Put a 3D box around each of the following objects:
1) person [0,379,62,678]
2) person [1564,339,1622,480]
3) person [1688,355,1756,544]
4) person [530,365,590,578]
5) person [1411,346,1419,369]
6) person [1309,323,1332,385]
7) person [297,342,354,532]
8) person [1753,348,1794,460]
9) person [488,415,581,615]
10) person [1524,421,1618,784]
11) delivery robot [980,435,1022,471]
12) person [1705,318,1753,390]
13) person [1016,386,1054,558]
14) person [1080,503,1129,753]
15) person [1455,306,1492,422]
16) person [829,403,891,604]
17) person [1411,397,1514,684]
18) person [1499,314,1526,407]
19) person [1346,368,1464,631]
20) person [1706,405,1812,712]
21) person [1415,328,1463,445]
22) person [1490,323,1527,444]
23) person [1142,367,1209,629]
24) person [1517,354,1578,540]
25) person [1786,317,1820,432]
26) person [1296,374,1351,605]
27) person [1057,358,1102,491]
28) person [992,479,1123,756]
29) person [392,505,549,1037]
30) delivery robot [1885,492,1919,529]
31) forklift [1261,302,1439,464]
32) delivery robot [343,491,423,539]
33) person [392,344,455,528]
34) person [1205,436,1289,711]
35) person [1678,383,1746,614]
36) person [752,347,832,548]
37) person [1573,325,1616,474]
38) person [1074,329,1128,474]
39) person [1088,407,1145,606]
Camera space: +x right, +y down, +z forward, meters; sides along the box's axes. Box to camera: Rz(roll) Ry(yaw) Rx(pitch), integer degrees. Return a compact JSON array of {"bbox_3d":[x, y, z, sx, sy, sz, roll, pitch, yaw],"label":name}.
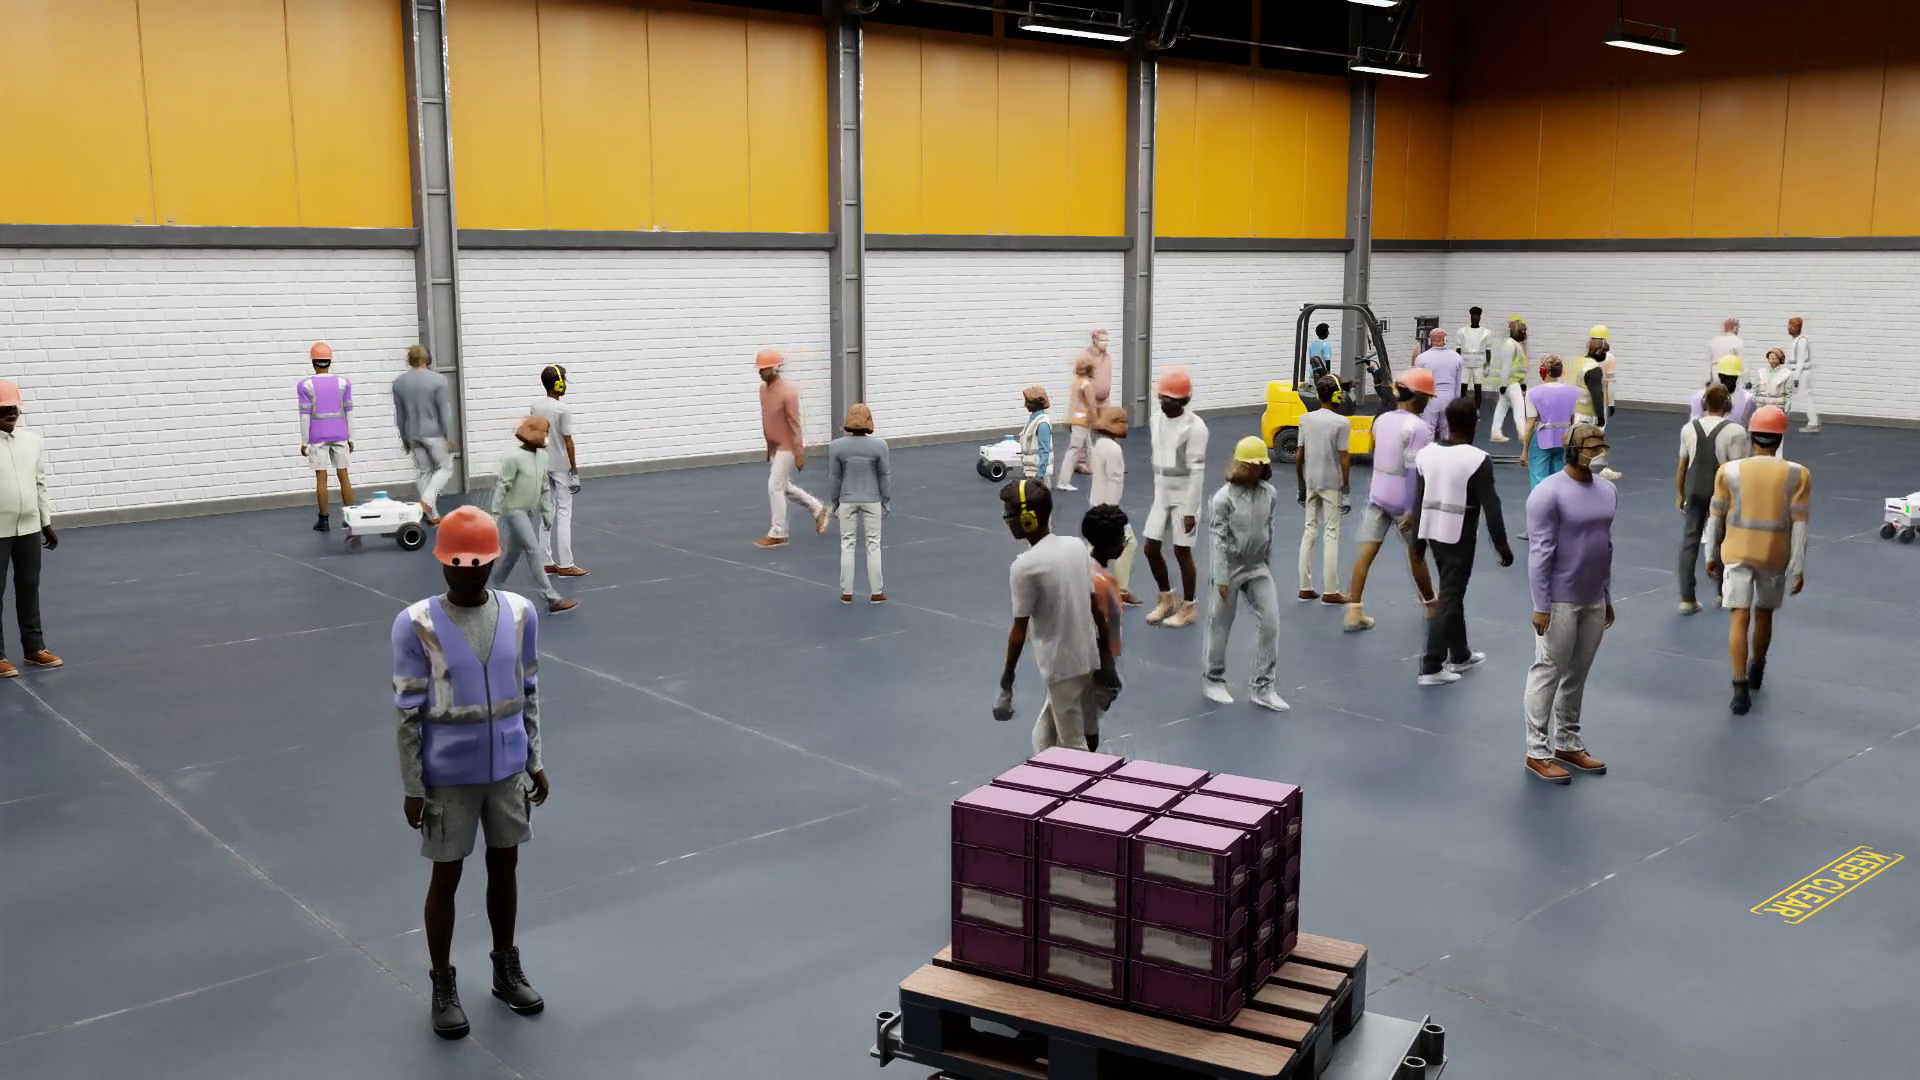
[{"bbox_3d":[-6.409,-0.088,11.228,0.378,1.996,0.611,5,11,27],"label":"person"},{"bbox_3d":[7.834,-1.585,20.592,0.897,1.788,0.646,1,10,8],"label":"person"},{"bbox_3d":[7.301,-0.844,16.003,0.603,1.885,0.972,2,10,10],"label":"person"},{"bbox_3d":[-3.537,-0.602,14.608,0.531,1.870,0.316,6,12,33],"label":"person"},{"bbox_3d":[6.987,-2.340,25.116,0.335,1.760,0.523,-1,10,-9],"label":"person"},{"bbox_3d":[6.051,-2.785,27.896,0.316,1.696,0.541,-4,11,-23],"label":"person"},{"bbox_3d":[-6.497,-1.056,17.064,0.542,1.939,0.363,-7,12,-34],"label":"person"},{"bbox_3d":[10.467,-1.656,21.465,0.307,1.637,0.511,-8,12,-38],"label":"person"},{"bbox_3d":[-3.434,-0.193,13.060,0.852,1.570,0.550,3,10,17],"label":"person"},{"bbox_3d":[3.303,0.327,8.971,0.630,1.940,0.372,-6,12,-33],"label":"person"},{"bbox_3d":[0.625,-1.081,20.982,0.707,0.478,0.477,-3,10,-15],"label":"delivery robot"},{"bbox_3d":[11.908,-2.488,25.706,1.005,1.854,0.650,-3,10,-16],"label":"person"},{"bbox_3d":[0.708,-0.598,15.264,0.309,1.640,0.511,-2,10,-10],"label":"person"},{"bbox_3d":[0.606,0.629,8.006,0.407,1.662,0.606,1,10,5],"label":"person"},{"bbox_3d":[8.739,-2.998,28.355,0.603,1.967,0.368,4,10,22],"label":"person"},{"bbox_3d":[-0.809,-0.291,13.482,0.500,1.633,0.280,0,10,3],"label":"person"},{"bbox_3d":[3.370,0.005,11.010,0.797,1.892,0.602,-5,11,-27],"label":"person"},{"bbox_3d":[10.288,-3.320,30.859,0.528,1.744,0.687,-3,10,-18],"label":"person"},{"bbox_3d":[3.344,-0.304,12.541,1.062,1.972,0.649,-5,11,-26],"label":"person"},{"bbox_3d":[5.017,0.091,10.505,0.567,1.881,0.979,4,11,24],"label":"person"},{"bbox_3d":[6.049,-1.738,21.170,0.640,1.904,0.401,-1,10,-8],"label":"person"},{"bbox_3d":[8.414,-2.356,25.042,0.827,1.809,0.641,4,10,21],"label":"person"},{"bbox_3d":[1.616,-0.297,12.463,0.583,1.996,0.635,-7,12,-36],"label":"person"},{"bbox_3d":[5.799,-0.898,16.402,0.565,1.850,0.390,-3,10,-17],"label":"person"},{"bbox_3d":[13.329,-2.630,26.555,0.921,1.834,0.595,1,10,6],"label":"person"},{"bbox_3d":[2.956,-0.411,13.492,0.327,1.871,0.514,-9,13,-41],"label":"person"},{"bbox_3d":[1.517,-1.381,19.942,0.750,1.599,0.526,-2,10,-10],"label":"person"},{"bbox_3d":[0.432,0.621,7.617,0.804,1.808,0.536,7,12,34],"label":"person"},{"bbox_3d":[-1.756,0.827,6.055,0.551,1.932,0.366,-8,12,-39],"label":"person"},{"bbox_3d":[9.536,-0.302,16.425,0.707,0.478,0.477,-2,10,-10],"label":"delivery robot"},{"bbox_3d":[5.320,-2.157,22.763,2.313,2.155,1.214,3,10,16],"label":"forklift"},{"bbox_3d":[-5.540,-0.223,15.959,0.707,0.478,0.477,-4,11,-23],"label":"delivery robot"},{"bbox_3d":[-5.527,-1.052,17.105,0.656,1.918,0.510,3,10,16],"label":"person"},{"bbox_3d":[1.789,0.212,10.301,0.500,1.709,0.724,-5,11,-26],"label":"person"},{"bbox_3d":[5.990,-0.340,13.229,0.529,1.809,0.901,9,14,44],"label":"person"},{"bbox_3d":[-1.634,-0.912,16.198,0.818,1.953,0.644,-6,11,-31],"label":"person"},{"bbox_3d":[8.207,-1.812,21.520,0.370,1.928,0.585,-8,12,-38],"label":"person"},{"bbox_3d":[1.798,-1.750,21.334,0.668,1.877,0.837,-8,13,-40],"label":"person"},{"bbox_3d":[1.260,-0.262,13.347,0.608,1.610,0.524,-2,10,-13],"label":"person"}]
